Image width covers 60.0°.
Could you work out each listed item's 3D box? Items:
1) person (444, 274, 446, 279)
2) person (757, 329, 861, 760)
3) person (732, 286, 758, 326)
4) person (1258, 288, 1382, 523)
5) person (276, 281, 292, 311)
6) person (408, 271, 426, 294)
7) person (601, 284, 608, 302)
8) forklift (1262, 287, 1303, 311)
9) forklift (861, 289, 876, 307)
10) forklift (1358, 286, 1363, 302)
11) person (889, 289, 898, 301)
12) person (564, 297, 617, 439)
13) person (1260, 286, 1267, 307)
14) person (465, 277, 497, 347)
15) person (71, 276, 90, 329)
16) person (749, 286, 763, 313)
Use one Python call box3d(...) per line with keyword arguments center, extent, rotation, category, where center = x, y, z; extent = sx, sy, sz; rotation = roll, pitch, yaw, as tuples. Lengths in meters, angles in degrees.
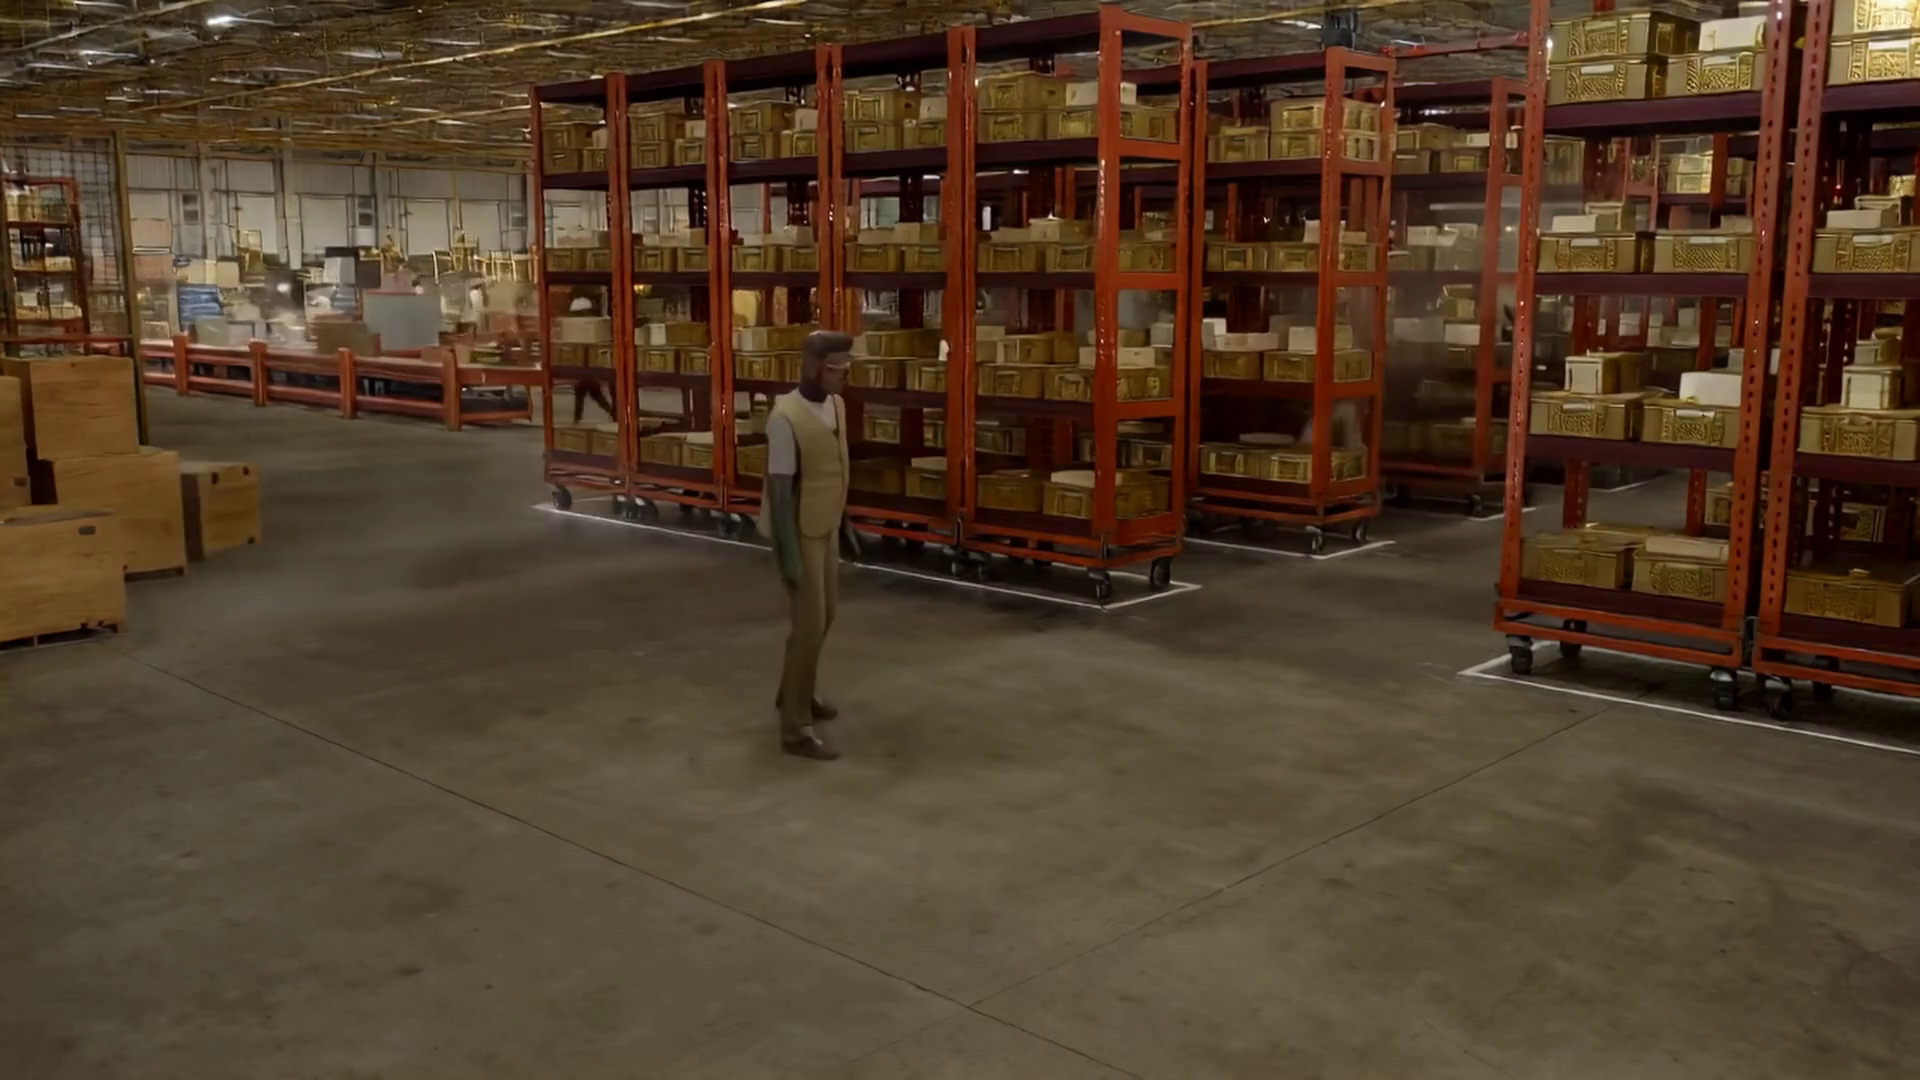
box3d(center=(-19.951, -9.428, 64.743), extent=(0.537, 1.911, 0.920), rotation=(-4, 10, -23), category="person")
box3d(center=(-0.682, -0.004, 7.236), extent=(0.538, 1.818, 0.795), rotation=(3, 10, 17), category="person")
box3d(center=(-4.589, -4.592, 35.174), extent=(0.647, 1.884, 0.836), rotation=(3, 10, 17), category="person")
box3d(center=(3.003, -1.101, 13.626), extent=(1.094, 1.918, 0.614), rotation=(6, 11, 34), category="person")
box3d(center=(-20.882, -7.169, 51.535), extent=(0.510, 1.690, 0.832), rotation=(1, 9, 4), category="person")
box3d(center=(-12.983, -5.475, 40.137), extent=(0.558, 2.024, 0.628), rotation=(-3, 10, -20), category="person")
box3d(center=(-14.224, -9.770, 67.001), extent=(0.585, 1.848, 0.556), rotation=(-8, 12, -41), category="person")
box3d(center=(10.769, -8.203, 54.240), extent=(1.129, 2.768, 1.873), rotation=(8, 12, 42), category="forklift")
box3d(center=(-3.430, -11.294, 73.193), extent=(1.873, 2.768, 1.129), rotation=(9, 13, 43), category="forklift")
box3d(center=(11.100, -7.017, 46.970), extent=(1.873, 2.768, 1.129), rotation=(9, 13, 43), category="forklift")
box3d(center=(-2.306, -8.309, 58.302), extent=(0.320, 1.767, 0.531), rotation=(3, 10, 18), category="person")
box3d(center=(-4.428, -2.071, 20.169), extent=(0.824, 1.738, 0.529), rotation=(-2, 10, -14), category="person")
box3d(center=(10.902, -8.856, 60.804), extent=(0.613, 2.043, 0.374), rotation=(2, 9, 12), category="person")
box3d(center=(-11.702, -5.479, 40.599), extent=(0.765, 1.898, 0.554), rotation=(0, 9, -1), category="person")
box3d(center=(-29.501, -7.967, 55.572), extent=(0.769, 1.977, 0.627), rotation=(1, 9, 6), category="person")
box3d(center=(-5.914, -6.583, 47.622), extent=(0.583, 1.799, 0.903), rotation=(-9, 13, -43), category="person")
